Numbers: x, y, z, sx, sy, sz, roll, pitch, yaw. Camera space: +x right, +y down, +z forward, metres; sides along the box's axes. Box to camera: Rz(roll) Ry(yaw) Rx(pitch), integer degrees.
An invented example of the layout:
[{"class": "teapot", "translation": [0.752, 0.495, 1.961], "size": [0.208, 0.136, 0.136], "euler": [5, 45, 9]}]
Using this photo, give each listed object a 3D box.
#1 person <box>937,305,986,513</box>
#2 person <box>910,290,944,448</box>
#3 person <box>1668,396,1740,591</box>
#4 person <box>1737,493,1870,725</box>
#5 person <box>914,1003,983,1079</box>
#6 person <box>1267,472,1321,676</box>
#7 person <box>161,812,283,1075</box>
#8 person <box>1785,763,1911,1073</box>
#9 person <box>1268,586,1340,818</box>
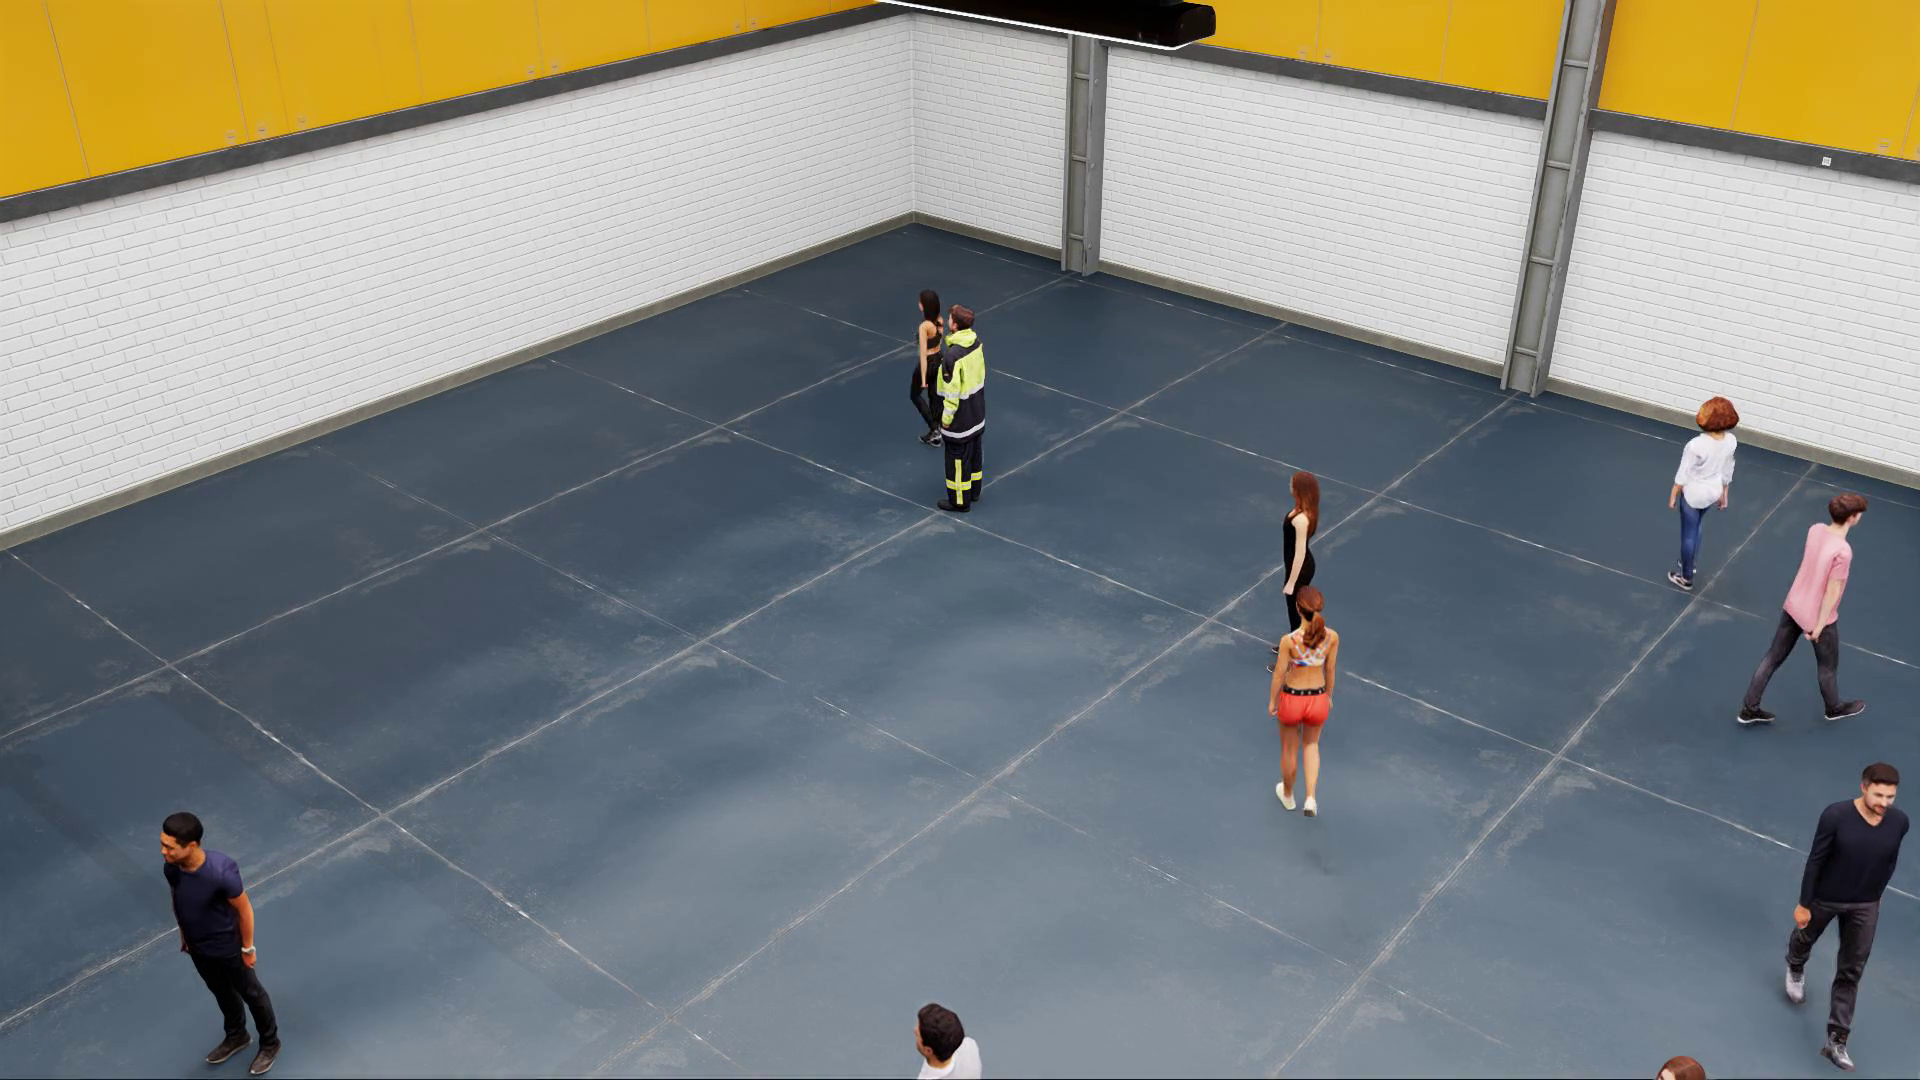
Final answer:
[{"class": "person", "translation": [0.014, -1.219, 15.298], "size": [0.748, 1.983, 0.832], "euler": [13, 31, 22]}, {"class": "person", "translation": [-0.234, -1.675, 16.500], "size": [0.599, 1.632, 0.544], "euler": [21, 35, 33]}, {"class": "person", "translation": [6.299, -0.358, 14.013], "size": [0.781, 1.701, 0.822], "euler": [-7, 29, -12]}, {"class": "person", "translation": [6.098, 0.550, 12.126], "size": [1.129, 1.915, 1.159], "euler": [-7, 29, -12]}, {"class": "person", "translation": [-0.082, 2.919, 7.774], "size": [0.699, 1.923, 0.783], "euler": [15, 32, 26]}, {"class": "person", "translation": [2.633, 0.245, 12.885], "size": [0.625, 1.723, 0.636], "euler": [10, 30, 18]}, {"class": "person", "translation": [-4.099, 2.208, 9.218], "size": [0.597, 1.788, 0.770], "euler": [9, 30, 16]}, {"class": "person", "translation": [5.031, 2.003, 9.559], "size": [1.225, 1.821, 1.097], "euler": [5, 29, 10]}, {"class": "person", "translation": [2.329, 1.143, 11.178], "size": [0.868, 1.782, 0.931], "euler": [-3, 29, -5]}]
